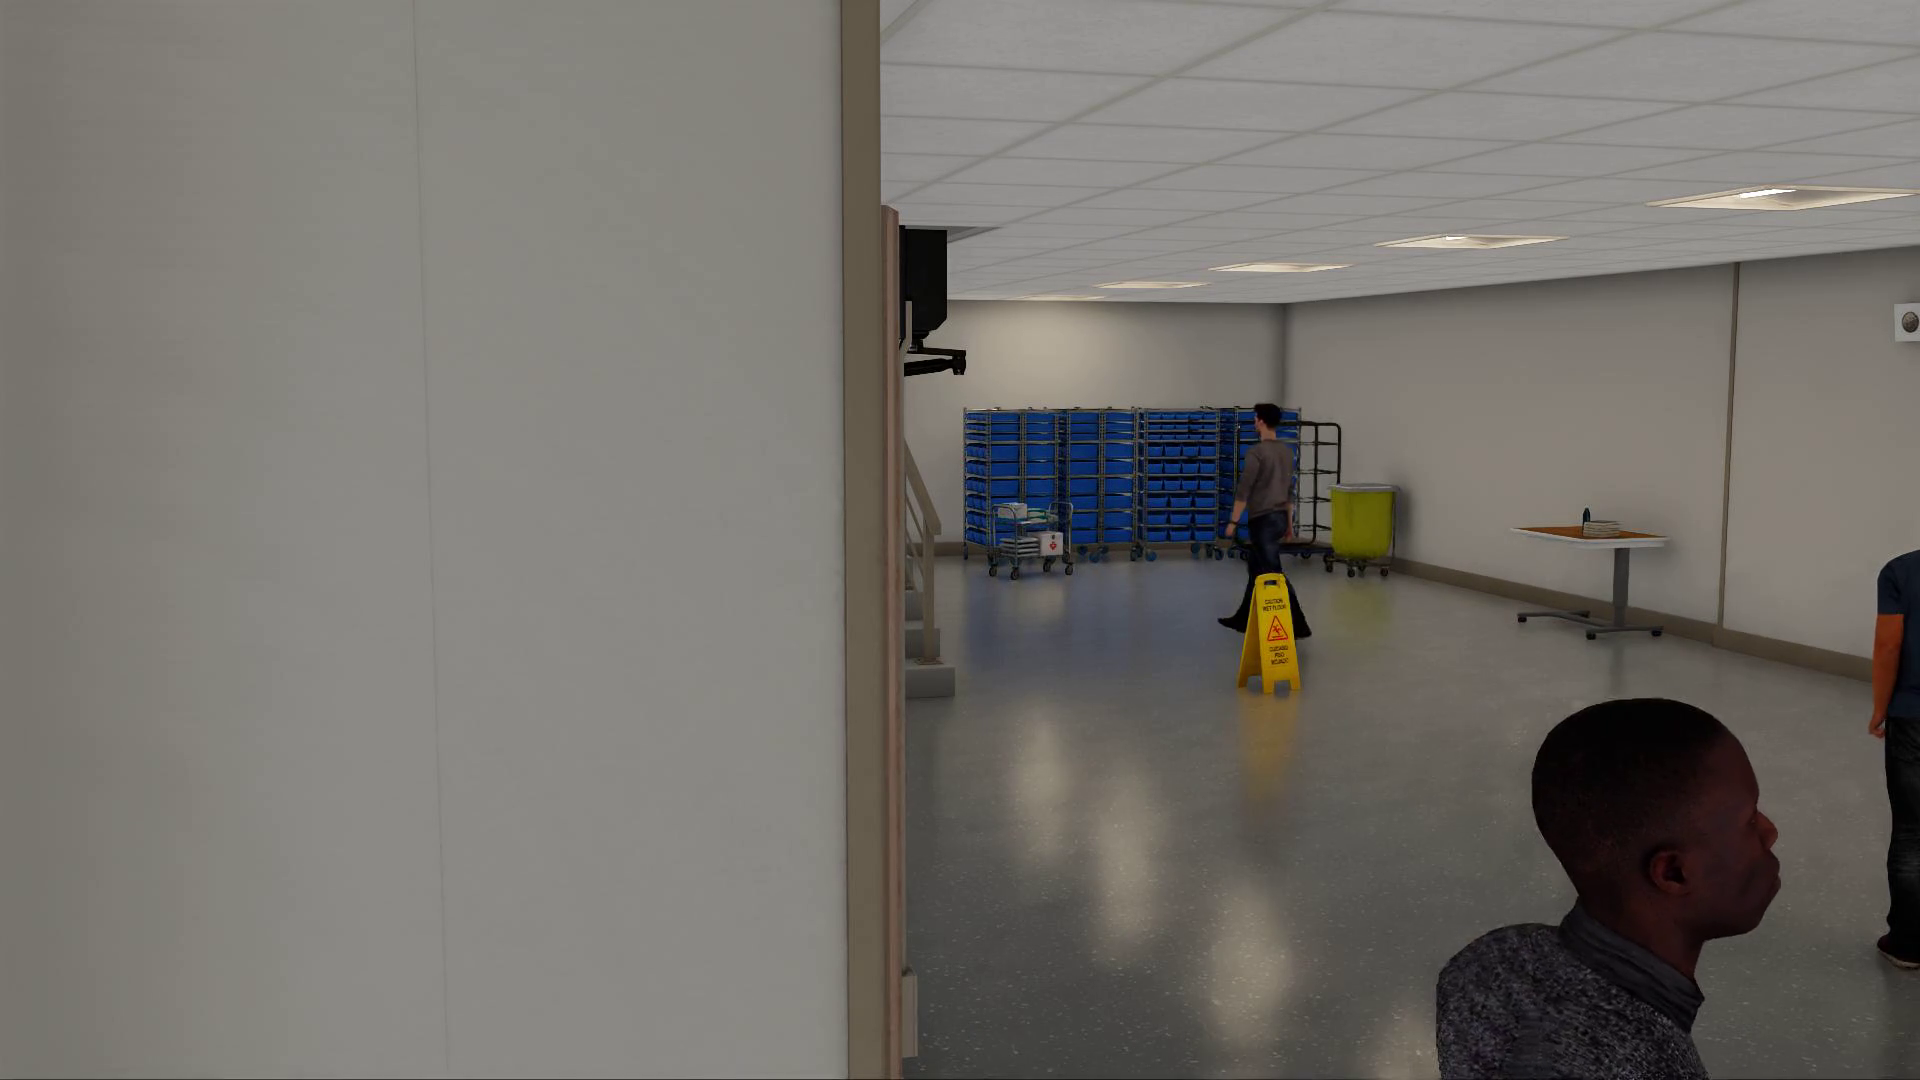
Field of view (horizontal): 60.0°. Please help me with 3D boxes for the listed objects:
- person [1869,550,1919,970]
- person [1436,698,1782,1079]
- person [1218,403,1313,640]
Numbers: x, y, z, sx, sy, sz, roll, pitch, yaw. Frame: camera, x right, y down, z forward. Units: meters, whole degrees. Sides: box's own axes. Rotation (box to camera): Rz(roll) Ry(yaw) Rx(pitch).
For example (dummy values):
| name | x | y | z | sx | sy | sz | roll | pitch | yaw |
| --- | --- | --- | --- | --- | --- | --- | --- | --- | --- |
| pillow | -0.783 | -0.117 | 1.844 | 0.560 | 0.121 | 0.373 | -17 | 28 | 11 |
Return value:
| name | x | y | z | sx | sy | sz | roll | pitch | yaw |
| --- | --- | --- | --- | --- | --- | --- | --- | --- | --- |
| person | 3.540 | 0.644 | 5.957 | 0.726 | 1.804 | 0.751 | 2 | 6 | 22 |
| person | 0.553 | 1.061 | 1.693 | 0.826 | 1.828 | 0.849 | -1 | 6 | -6 |
| person | 2.483 | -0.101 | 13.060 | 1.088 | 1.865 | 1.318 | -5 | 8 | -43 |
